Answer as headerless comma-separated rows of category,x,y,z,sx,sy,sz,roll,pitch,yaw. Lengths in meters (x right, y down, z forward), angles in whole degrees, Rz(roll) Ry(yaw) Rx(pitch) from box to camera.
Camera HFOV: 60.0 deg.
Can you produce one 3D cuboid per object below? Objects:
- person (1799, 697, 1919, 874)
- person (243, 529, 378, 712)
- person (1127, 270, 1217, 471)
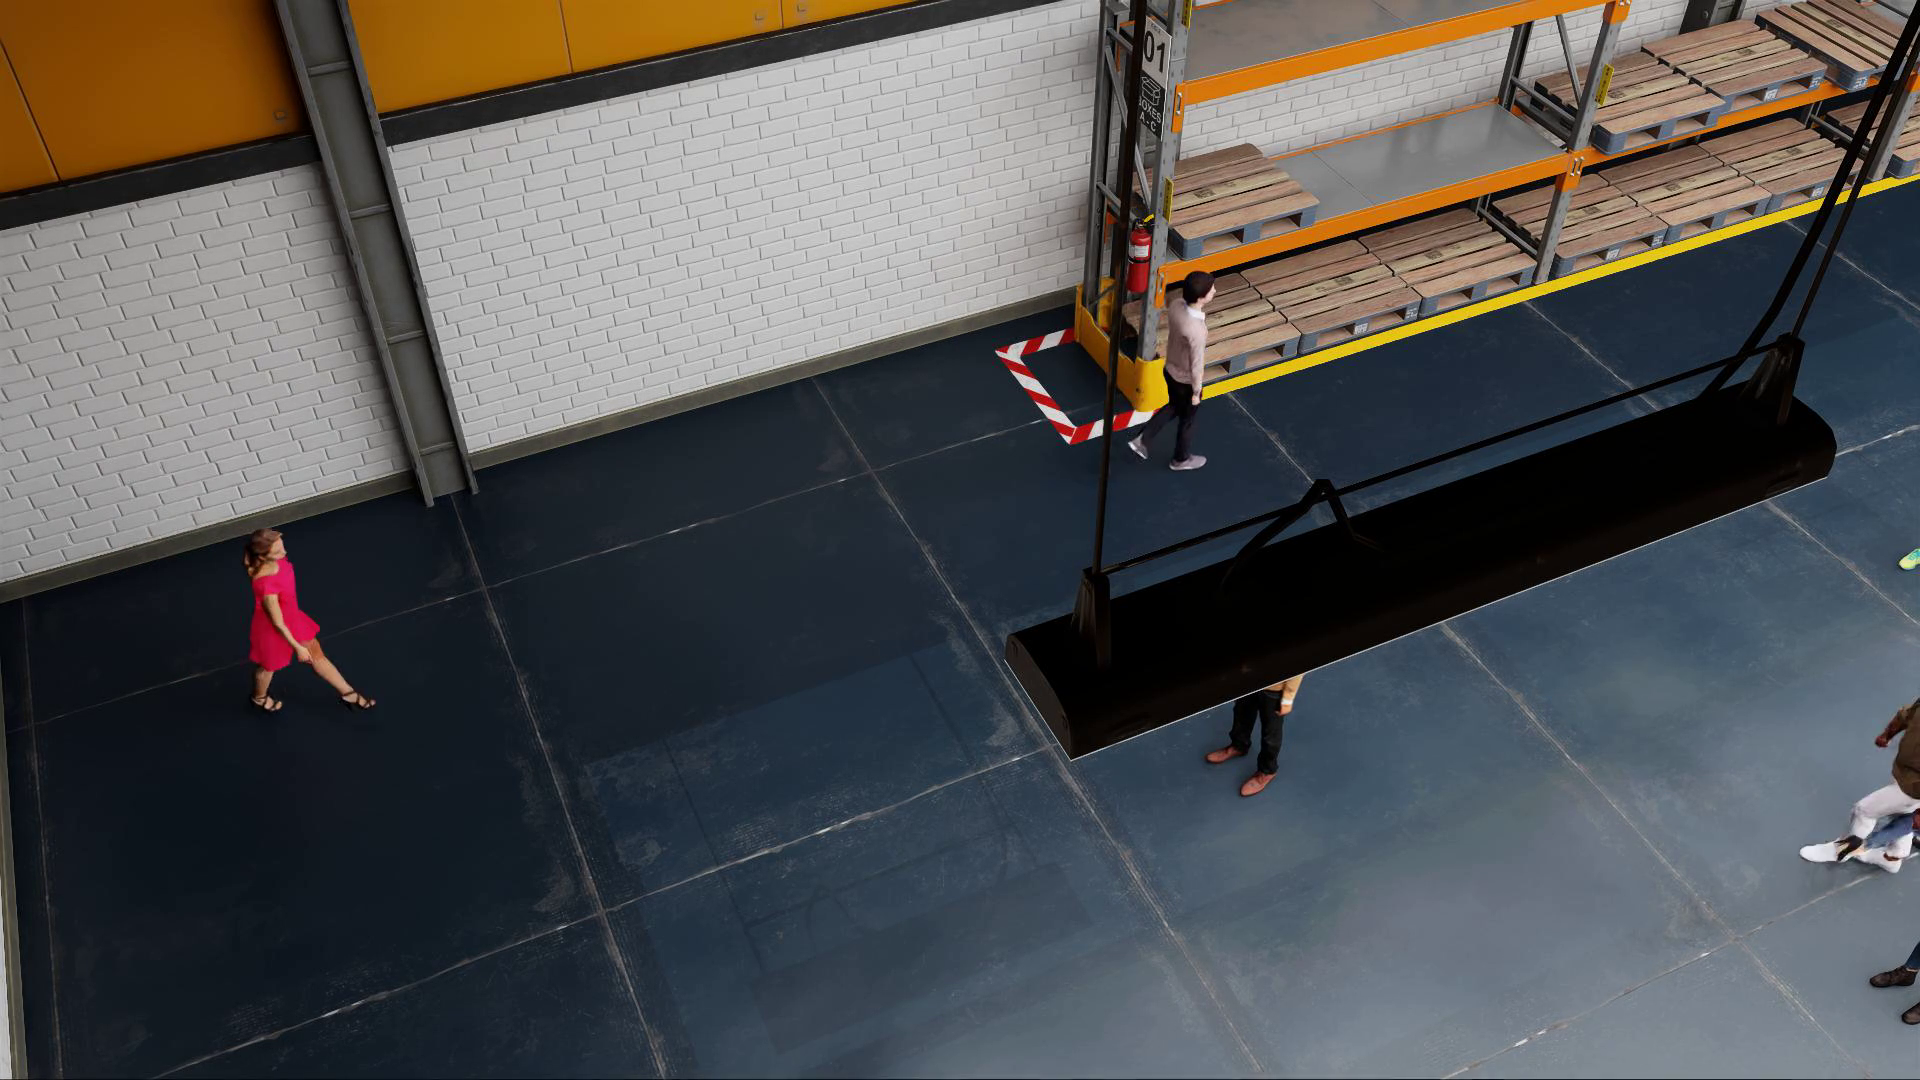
person,5.539,1.376,9.496,1.065,1.794,1.005,16,46,17
person,-4.375,0.549,10.461,1.133,1.659,0.849,-5,44,-5
person,1.576,-1.198,12.198,0.896,1.793,0.693,-12,45,-13
